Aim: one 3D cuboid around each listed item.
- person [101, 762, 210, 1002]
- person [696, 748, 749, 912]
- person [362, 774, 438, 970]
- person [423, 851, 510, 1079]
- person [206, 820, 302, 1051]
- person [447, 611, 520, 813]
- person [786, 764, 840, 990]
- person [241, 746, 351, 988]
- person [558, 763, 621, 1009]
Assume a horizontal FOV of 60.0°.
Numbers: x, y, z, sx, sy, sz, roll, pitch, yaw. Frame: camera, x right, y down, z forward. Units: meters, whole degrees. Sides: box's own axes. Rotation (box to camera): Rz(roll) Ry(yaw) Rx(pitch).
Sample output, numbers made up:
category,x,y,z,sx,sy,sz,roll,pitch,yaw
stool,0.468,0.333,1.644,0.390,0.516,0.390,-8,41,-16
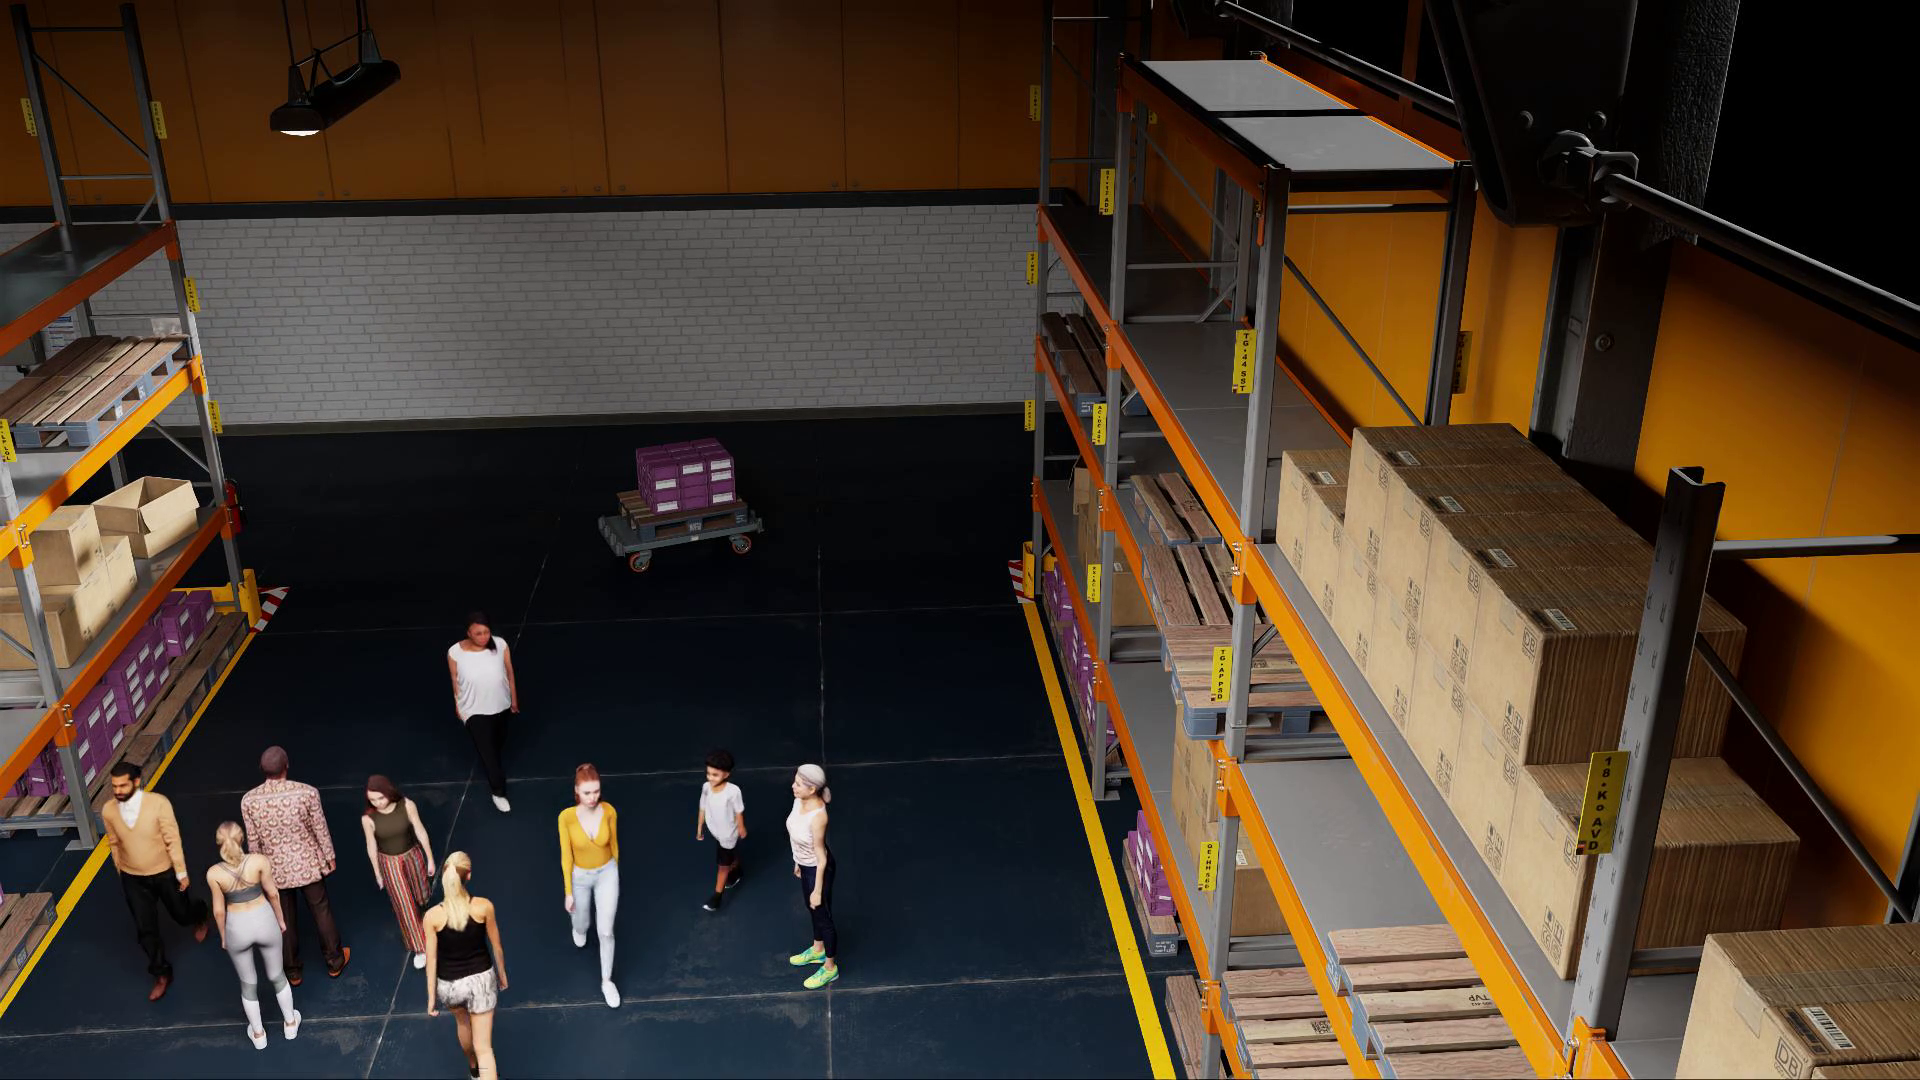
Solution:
category,x,y,z,sx,sy,sz,roll,pitch,yaw
person,-5.516,2.249,11.452,0.657,1.732,1.013,-2,24,-6
person,-1.731,2.099,12.426,0.753,1.227,0.911,11,26,23
person,-3.935,2.244,11.713,0.761,1.533,1.008,-12,26,-25
person,-3.001,2.783,10.151,0.787,1.796,1.235,-9,25,-20
person,-4.601,2.546,10.807,0.641,1.704,0.662,-11,26,-24
person,-3.901,1.331,13.653,0.974,1.652,1.209,-14,27,-29
person,-0.991,2.275,11.430,0.723,1.702,0.576,-10,25,-21
person,-4.574,2.230,11.403,0.732,1.807,0.647,-6,24,-14
person,-2.538,2.294,11.354,0.802,1.729,1.122,-10,26,-22
